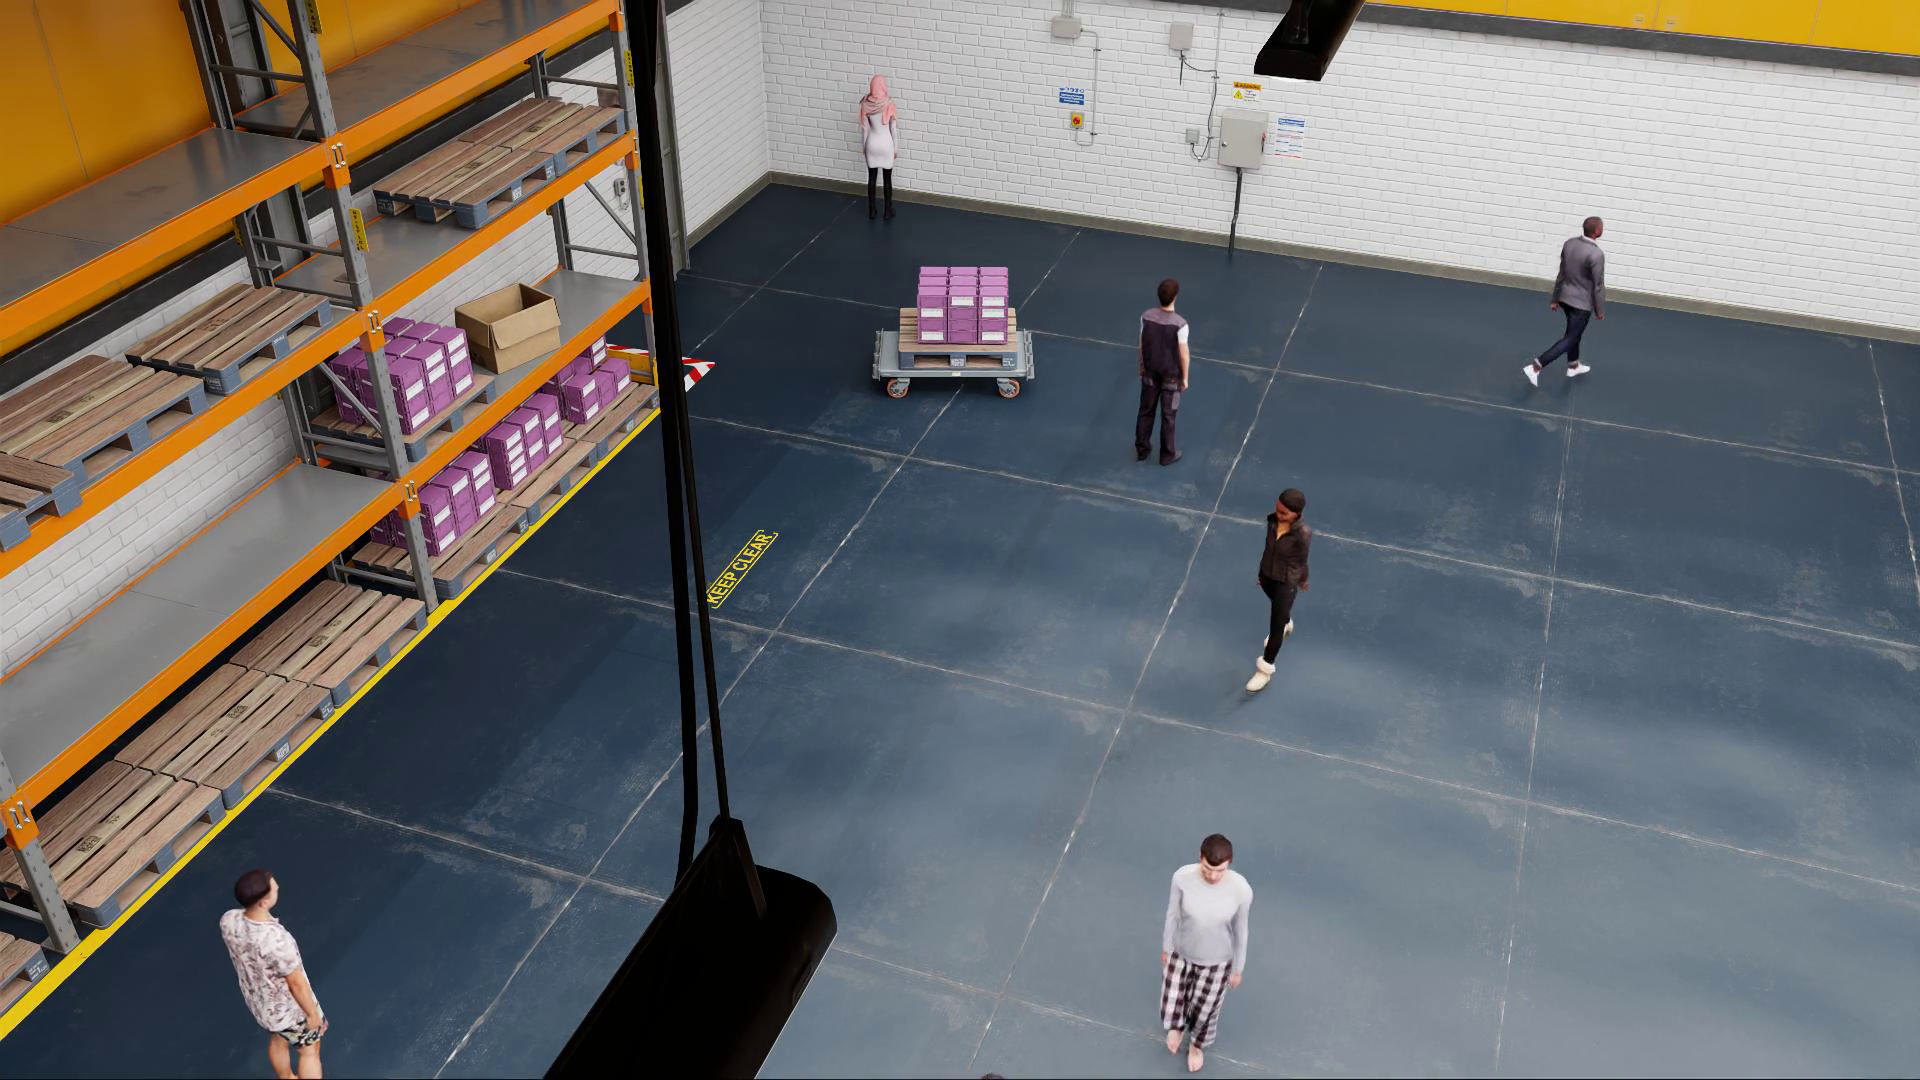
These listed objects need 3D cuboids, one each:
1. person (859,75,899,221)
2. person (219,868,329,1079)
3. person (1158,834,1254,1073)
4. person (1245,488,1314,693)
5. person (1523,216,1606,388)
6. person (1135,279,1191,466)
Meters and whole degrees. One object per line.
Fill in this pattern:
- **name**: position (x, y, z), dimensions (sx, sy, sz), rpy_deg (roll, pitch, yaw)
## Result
- **person**: position (-0.988, -4.846, 20.526), dimensions (0.665, 1.803, 0.641), rpy_deg (5, 34, 7)
- **person**: position (-3.849, 2.566, 9.367), dimensions (0.702, 1.811, 0.623), rpy_deg (17, 37, 23)
- **person**: position (1.419, 2.338, 9.689), dimensions (0.667, 1.835, 0.699), rpy_deg (8, 34, 12)
- **person**: position (2.379, 0.349, 12.847), dimensions (1.171, 1.650, 0.936), rpy_deg (14, 36, 19)
- **person**: position (6.166, -2.377, 16.823), dimensions (1.163, 1.791, 1.183), rpy_deg (-9, 35, -13)
- **person**: position (1.888, -1.570, 15.556), dimensions (0.705, 1.848, 0.639), rpy_deg (18, 38, 25)
